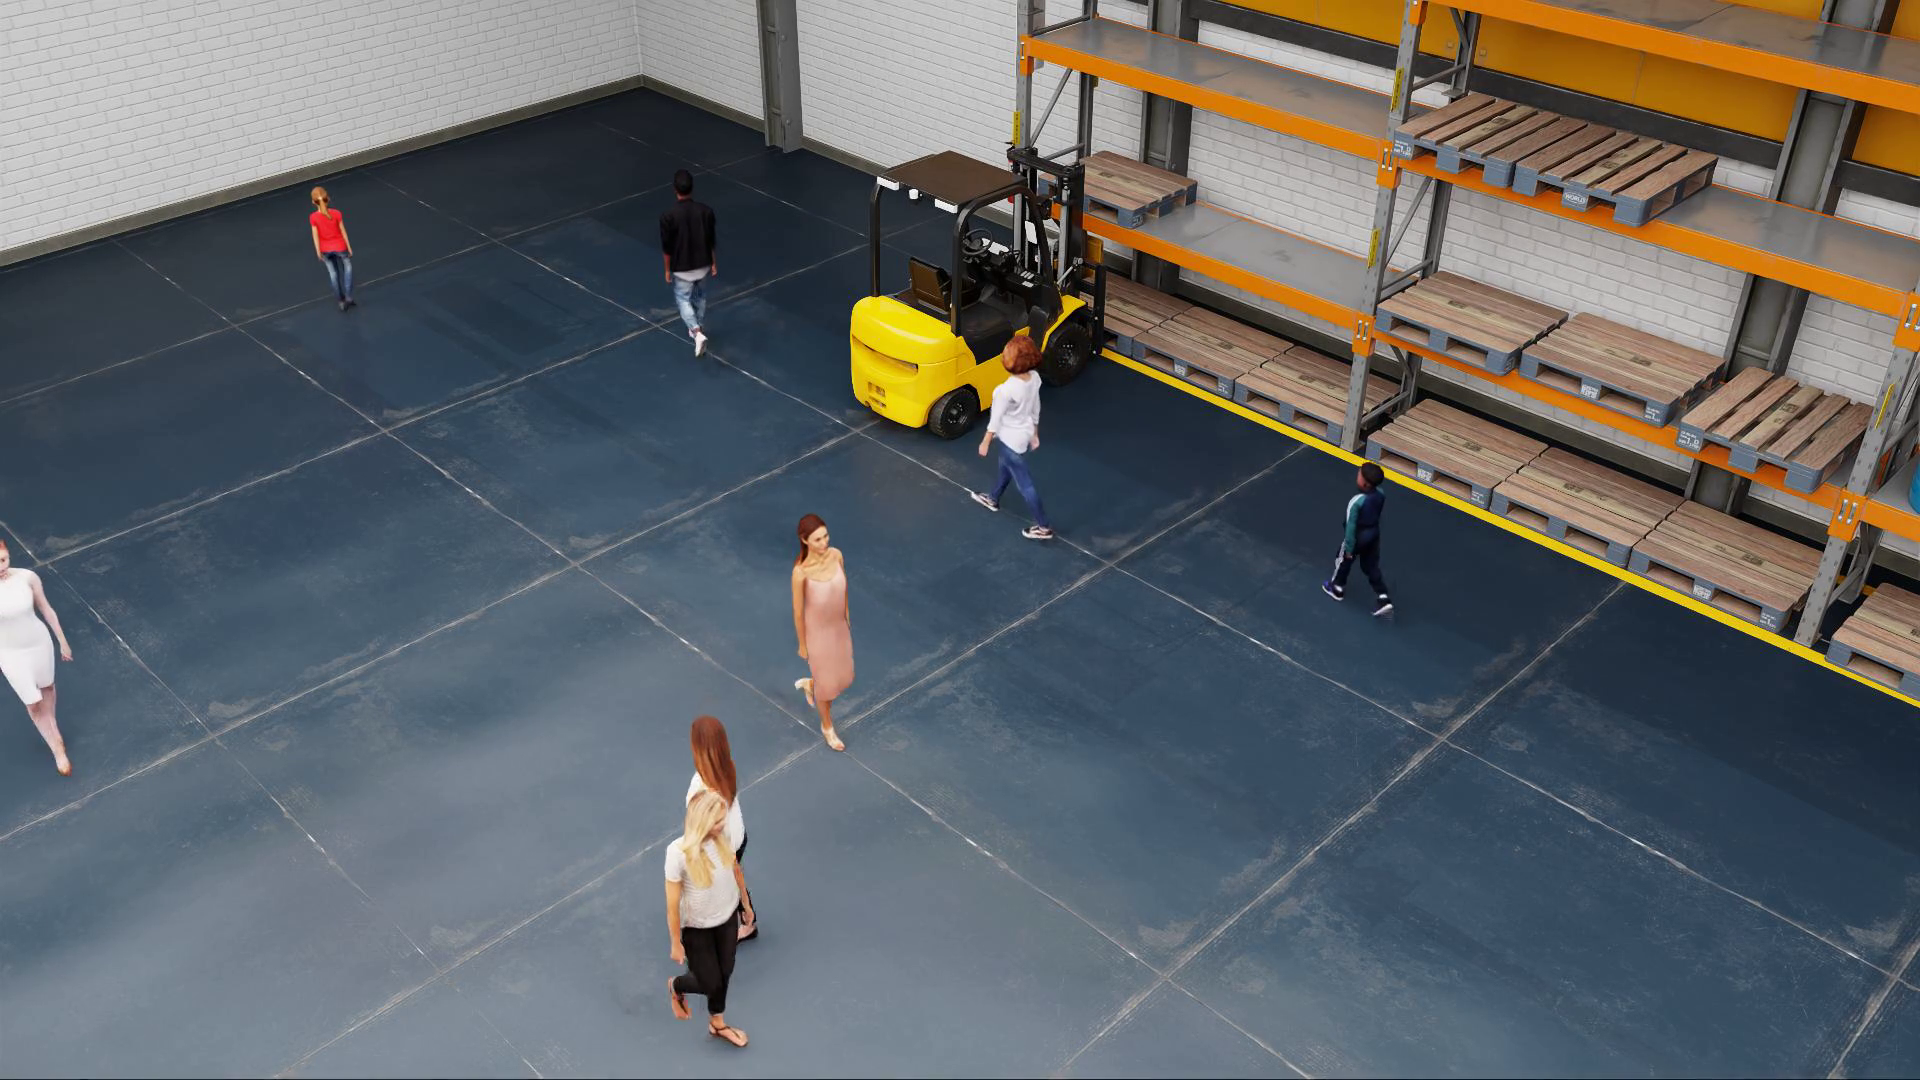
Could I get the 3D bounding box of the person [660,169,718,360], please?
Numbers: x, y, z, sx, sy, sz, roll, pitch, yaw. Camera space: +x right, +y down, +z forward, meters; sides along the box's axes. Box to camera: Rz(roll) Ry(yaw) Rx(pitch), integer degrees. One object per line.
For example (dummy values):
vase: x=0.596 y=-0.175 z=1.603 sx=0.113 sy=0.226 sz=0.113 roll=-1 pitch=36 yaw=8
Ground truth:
person: x=-2.529 y=-2.585 z=15.753 sx=0.906 sy=1.787 sz=1.123 roll=-15 pitch=36 yaw=-21

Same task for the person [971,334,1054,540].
person: x=0.514 y=-0.770 z=13.124 sx=1.161 sy=1.674 sz=0.776 roll=22 pitch=39 yaw=29

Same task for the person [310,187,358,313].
person: x=-6.264 y=-2.881 z=16.635 sx=0.595 sy=1.302 sz=0.647 roll=-8 pitch=34 yaw=-12

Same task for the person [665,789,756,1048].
person: x=-1.419 y=1.998 z=8.842 sx=0.817 sy=1.805 sz=0.740 roll=20 pitch=39 yaw=28

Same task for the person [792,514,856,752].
person: x=-0.952 y=0.576 z=10.970 sx=0.600 sy=1.817 sz=0.754 roll=-28 pitch=42 yaw=-35

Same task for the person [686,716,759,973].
person: x=-1.301 y=1.700 z=9.378 sx=0.805 sy=1.707 sz=0.770 roll=1 pitch=34 yaw=1

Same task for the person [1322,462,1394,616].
person: x=3.030 y=0.002 z=12.355 sx=0.648 sy=1.240 sz=0.910 roll=-17 pitch=37 yaw=-24

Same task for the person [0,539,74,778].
person: x=-6.112 y=0.678 z=10.858 sx=0.666 sy=1.771 sz=0.807 roll=-23 pitch=40 yaw=-31
